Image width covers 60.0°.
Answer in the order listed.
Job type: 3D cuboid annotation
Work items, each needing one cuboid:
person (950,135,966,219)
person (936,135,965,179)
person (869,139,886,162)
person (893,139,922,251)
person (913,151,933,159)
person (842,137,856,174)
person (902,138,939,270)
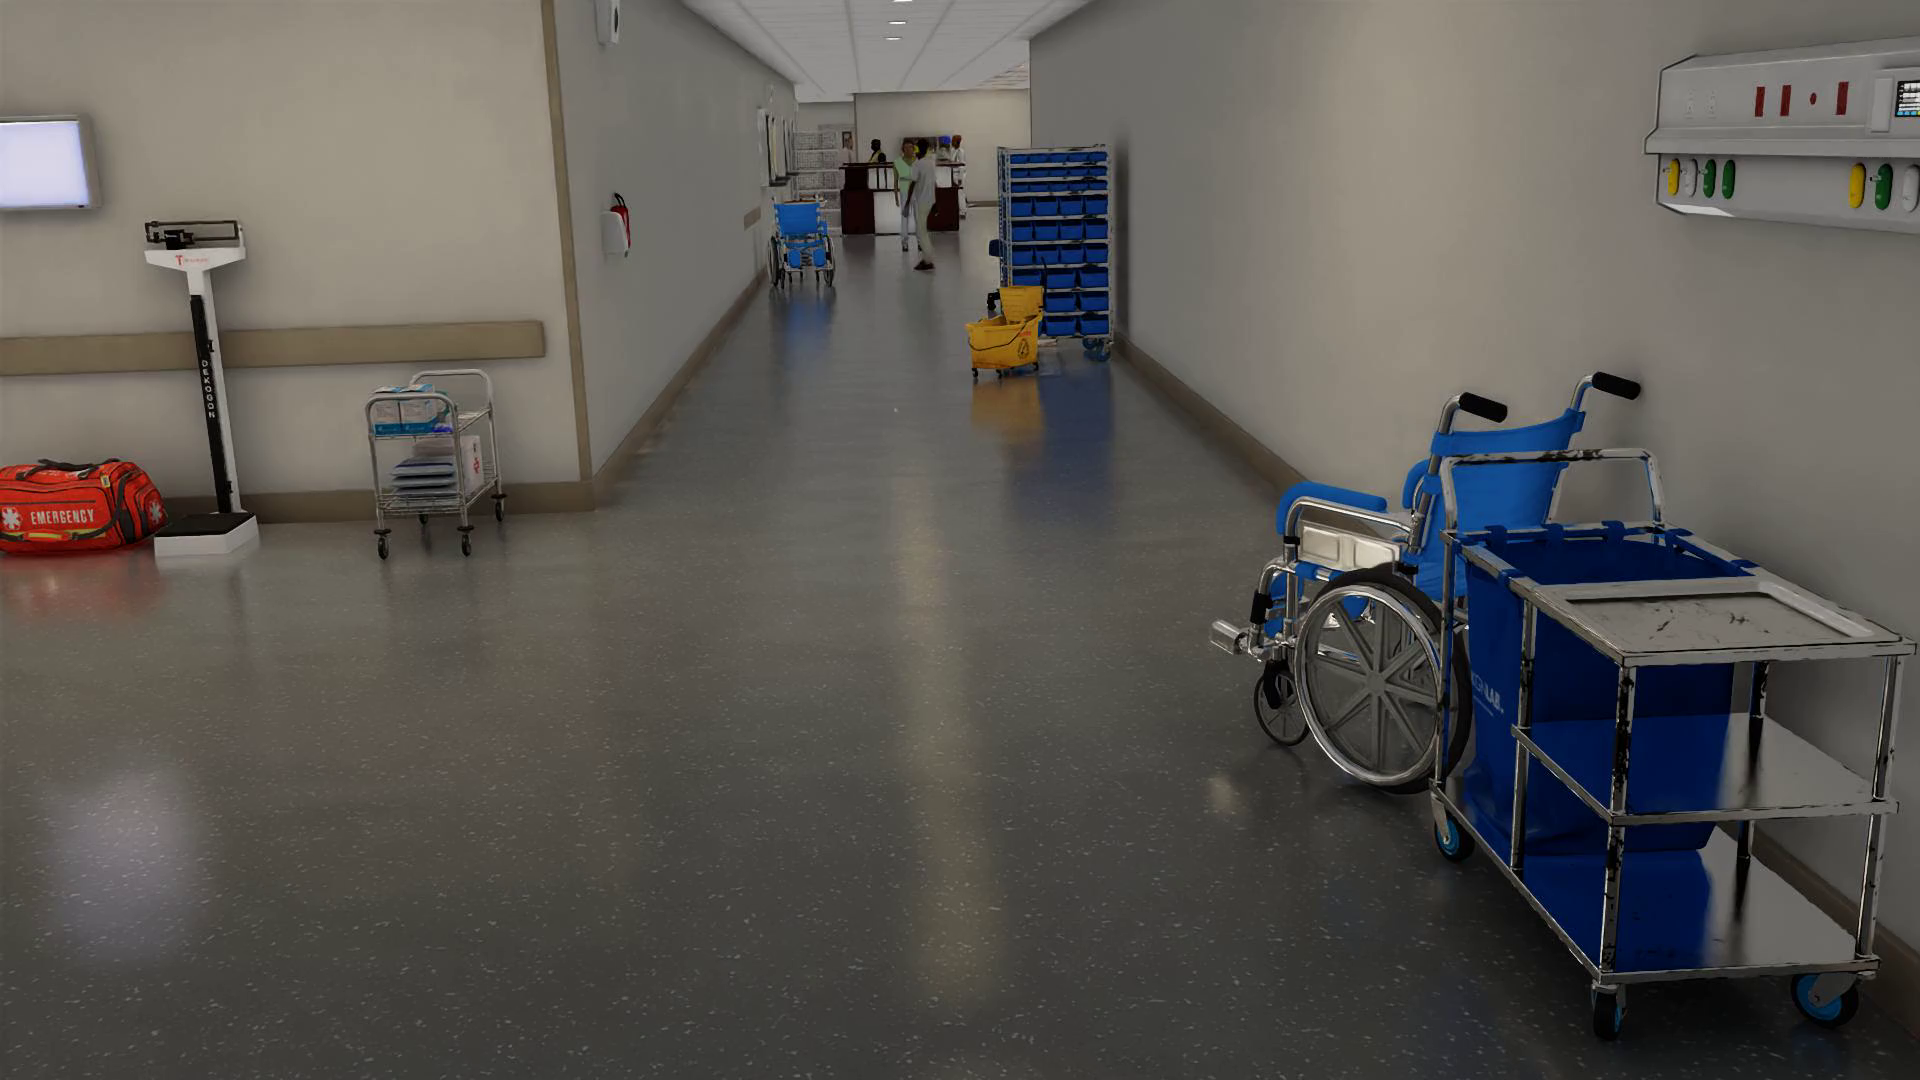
[{"bbox_3d":[-0.057,-8.215,37.679,0.356,1.884,0.574,-6,14,-17],"label":"person"},{"bbox_3d":[-0.286,-8.826,40.251,0.986,1.879,0.720,10,18,40],"label":"person"},{"bbox_3d":[-2.012,-8.820,40.488,0.429,1.845,0.621,-7,15,-22],"label":"person"},{"bbox_3d":[-0.821,-5.734,27.680,0.560,1.839,0.393,-3,14,-7],"label":"person"},{"bbox_3d":[-0.856,-8.647,39.695,0.584,1.823,0.404,-2,14,-1],"label":"person"},{"bbox_3d":[-3.125,-10.499,47.382,0.407,1.908,0.641,-1,14,5],"label":"person"},{"bbox_3d":[-0.584,-4.739,23.538,0.475,1.853,0.583,6,16,29],"label":"person"}]
